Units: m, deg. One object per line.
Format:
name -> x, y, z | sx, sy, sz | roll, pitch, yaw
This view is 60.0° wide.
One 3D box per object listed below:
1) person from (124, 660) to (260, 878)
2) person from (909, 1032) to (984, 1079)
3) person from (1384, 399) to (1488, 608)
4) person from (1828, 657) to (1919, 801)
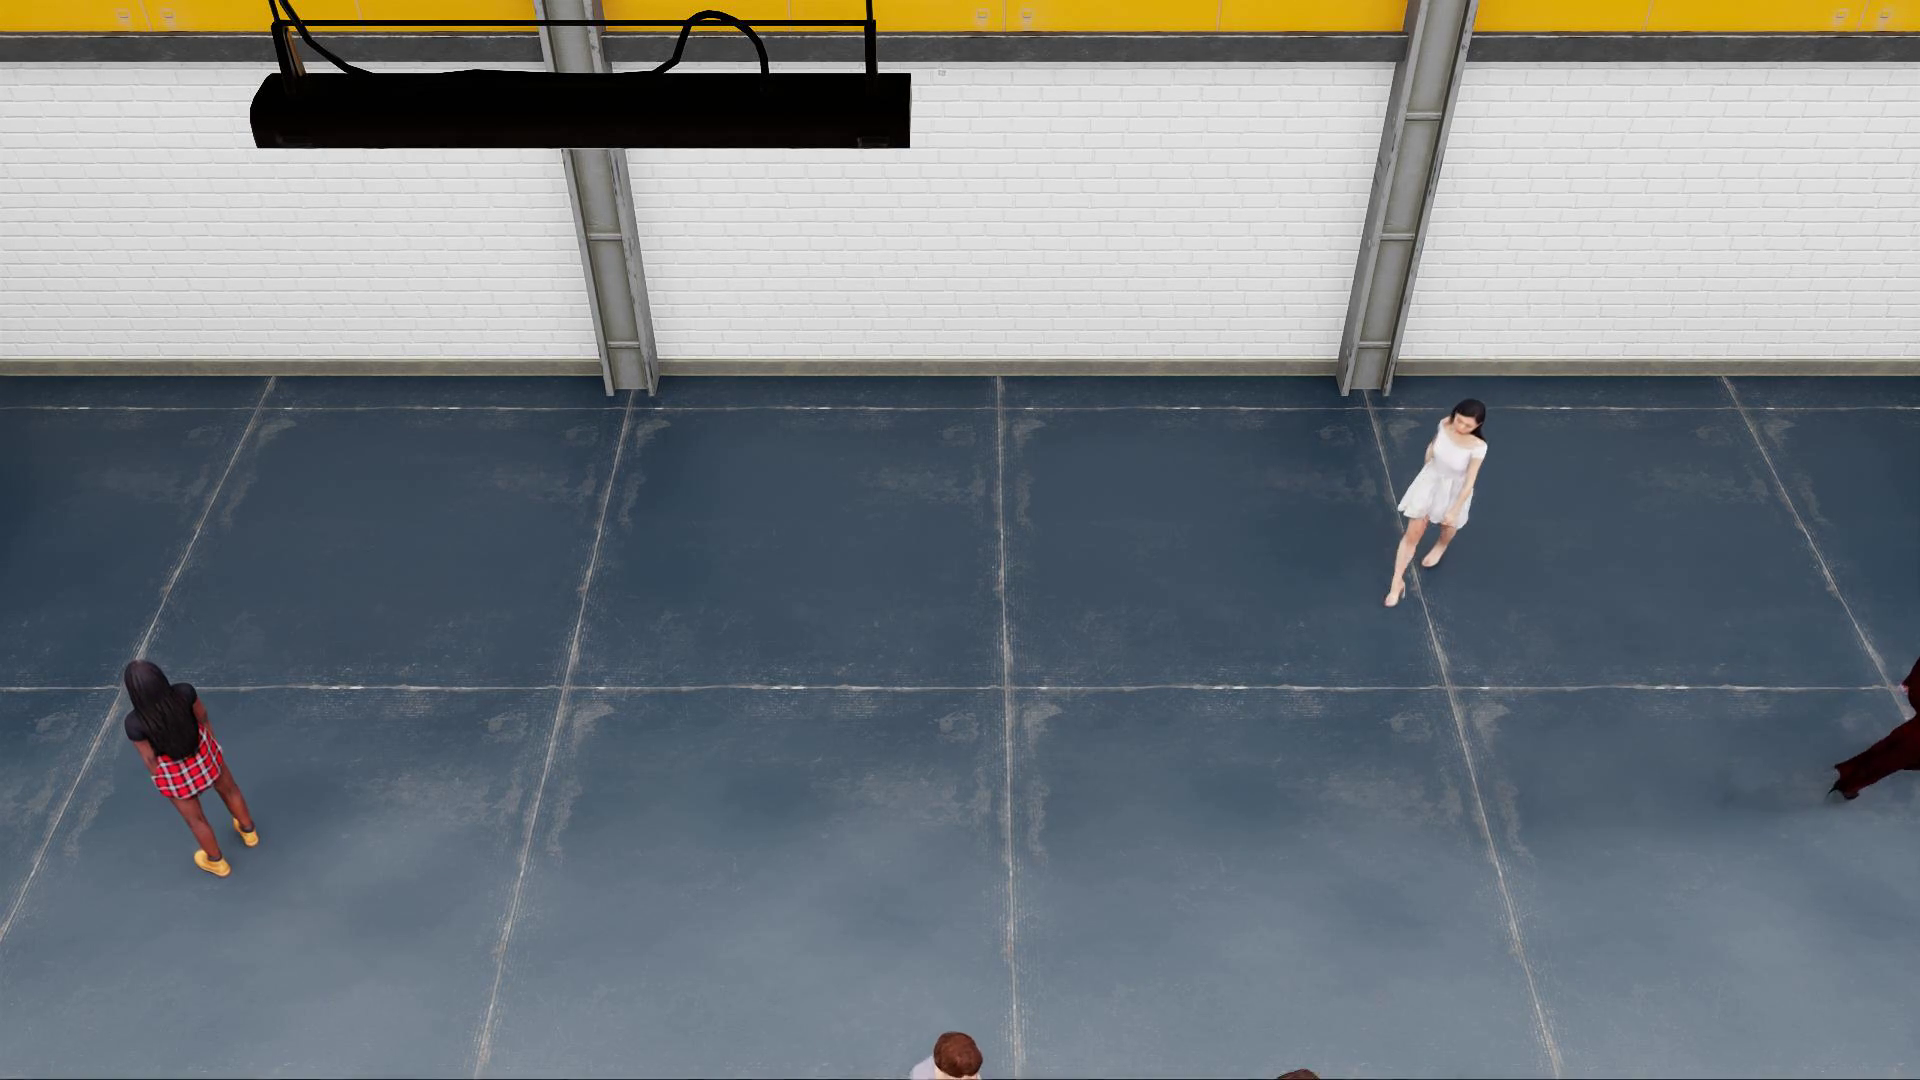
person -> -4.507, 1.309, 9.709 | 0.752, 1.729, 0.713 | 24, 49, 23
person -> -0.192, 2.799, 8.230 | 1.099, 1.611, 1.129 | -28, 50, -26
person -> 3.357, -0.346, 11.450 | 1.094, 1.723, 1.019 | -26, 49, -25
person -> 5.806, 1.029, 10.020 | 1.157, 1.705, 0.748 | -5, 44, -5
